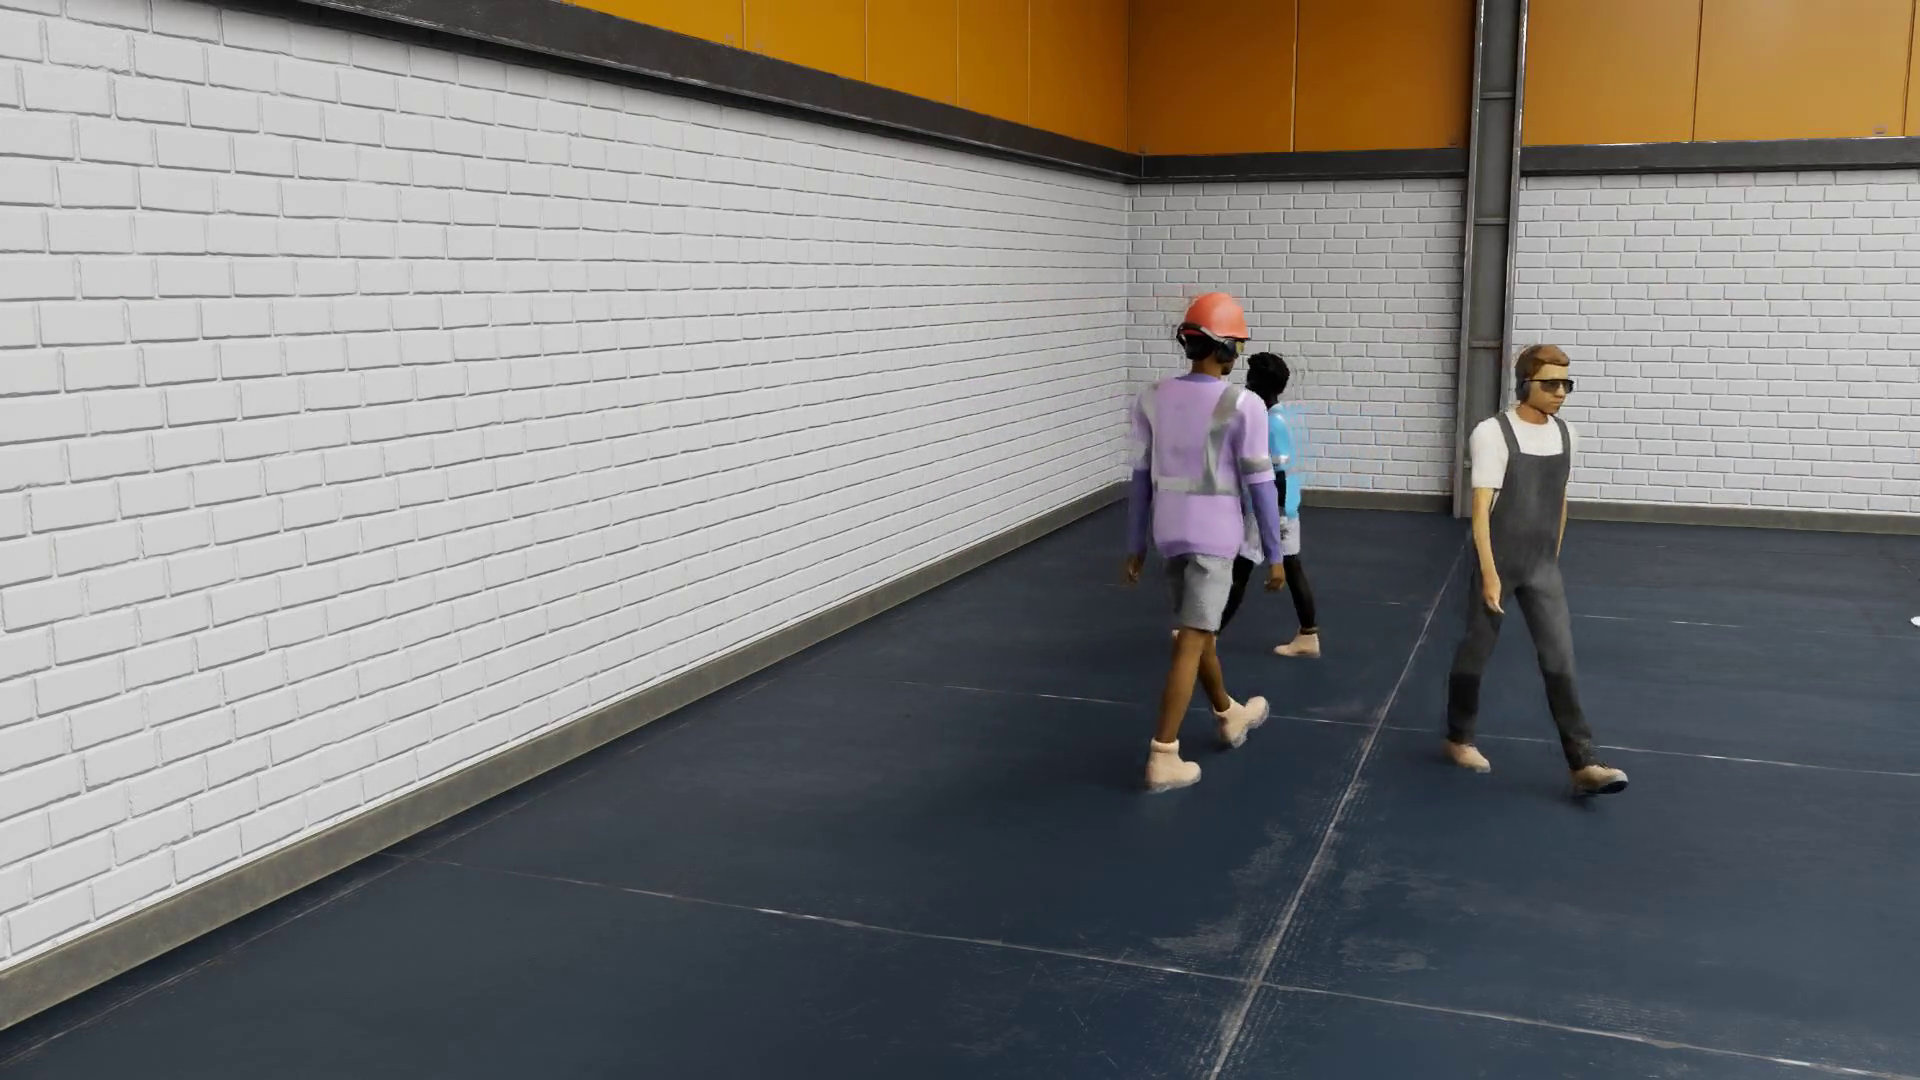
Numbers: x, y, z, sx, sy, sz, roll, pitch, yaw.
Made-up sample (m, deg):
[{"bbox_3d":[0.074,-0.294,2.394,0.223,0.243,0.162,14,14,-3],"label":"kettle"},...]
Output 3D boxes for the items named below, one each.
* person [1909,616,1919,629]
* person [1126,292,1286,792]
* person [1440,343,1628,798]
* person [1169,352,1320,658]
[{"bbox_3d":[5.732,-0.347,9.338,0.508,1.890,0.620,-4,10,-24],"label":"person"},{"bbox_3d":[1.063,-0.009,6.874,1.030,1.990,0.638,-8,12,-43],"label":"person"},{"bbox_3d":[2.270,0.124,6.646,0.536,1.793,0.967,-3,9,-16],"label":"person"},{"bbox_3d":[1.566,-0.175,8.951,0.857,1.658,0.542,2,9,15],"label":"person"}]
